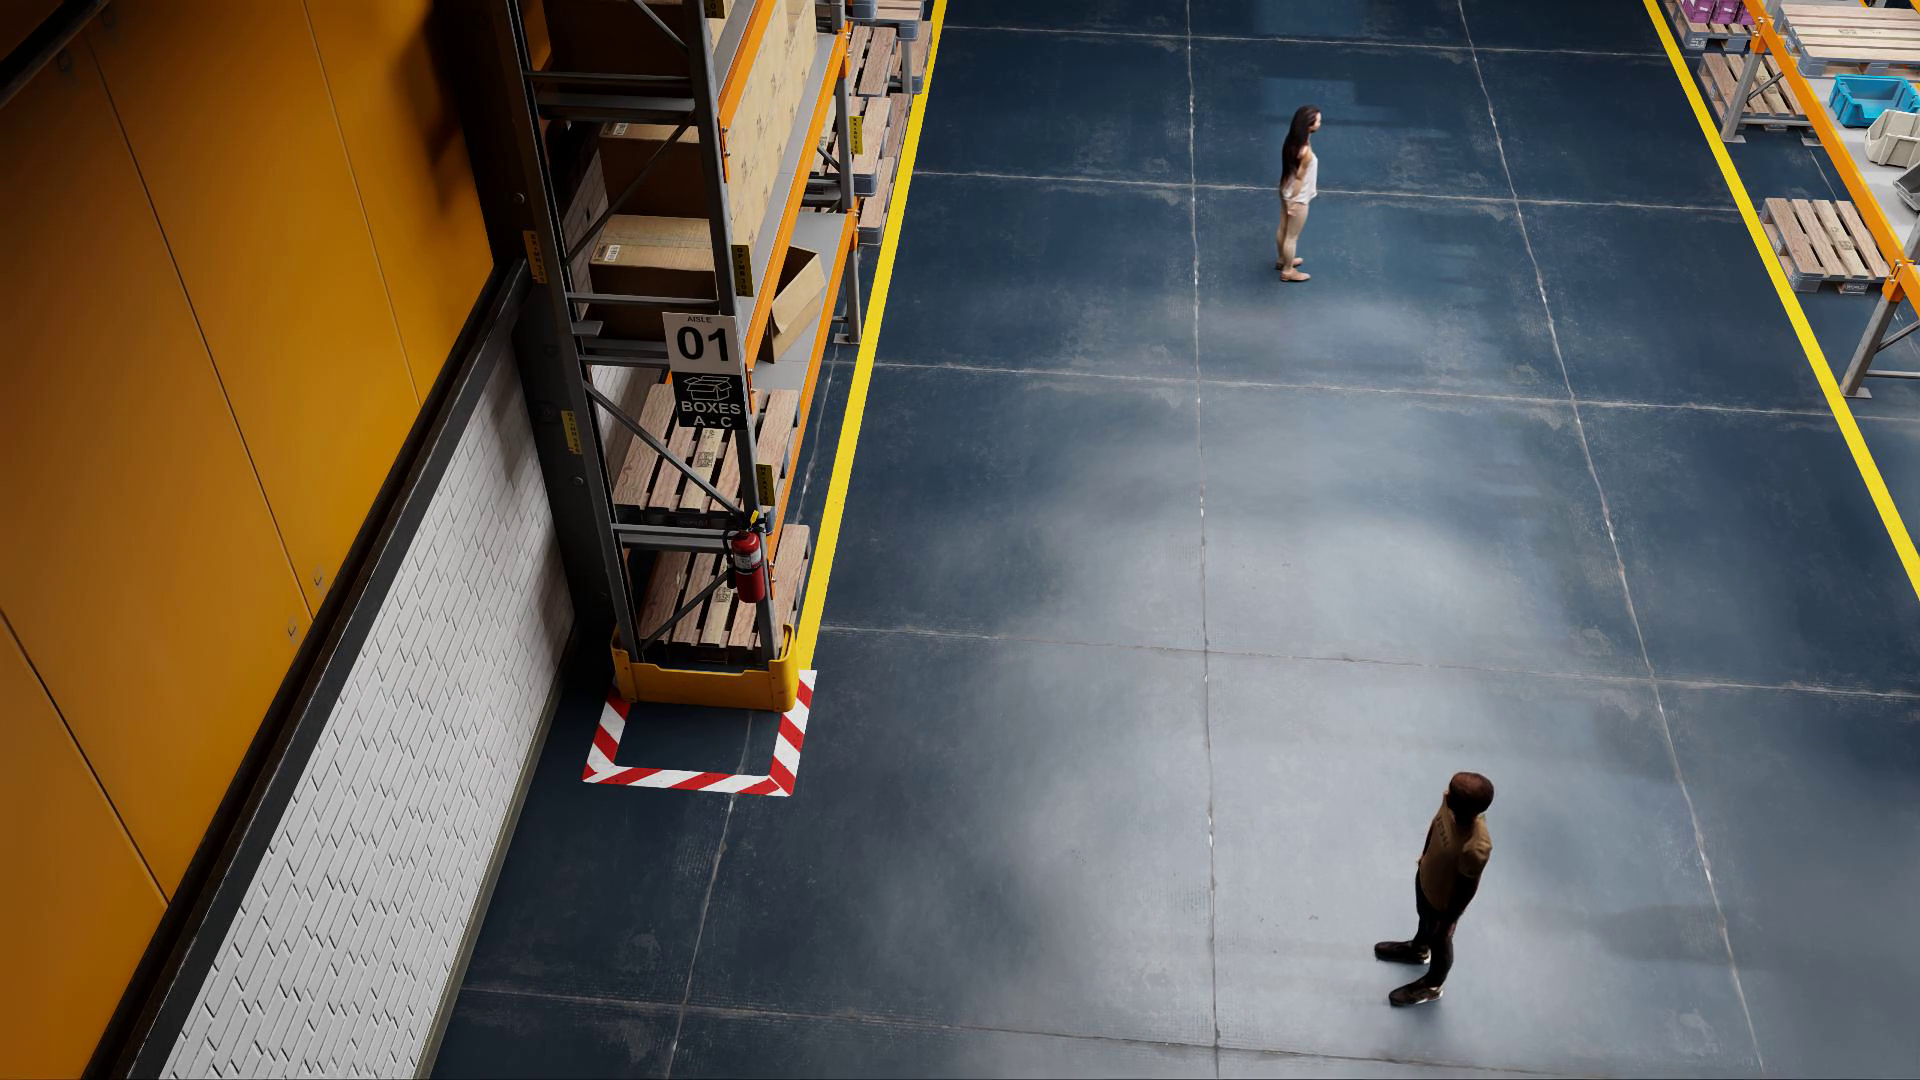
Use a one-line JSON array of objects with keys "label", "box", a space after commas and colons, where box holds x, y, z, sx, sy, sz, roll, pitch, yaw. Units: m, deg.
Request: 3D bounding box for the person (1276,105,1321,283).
[{"label": "person", "box": [2.830, -2.931, 14.083, 0.667, 1.652, 0.612, -25, 49, -24]}]

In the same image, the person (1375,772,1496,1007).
[{"label": "person", "box": [2.601, 1.852, 8.919, 0.742, 1.849, 0.532, -1, 44, -2]}]
